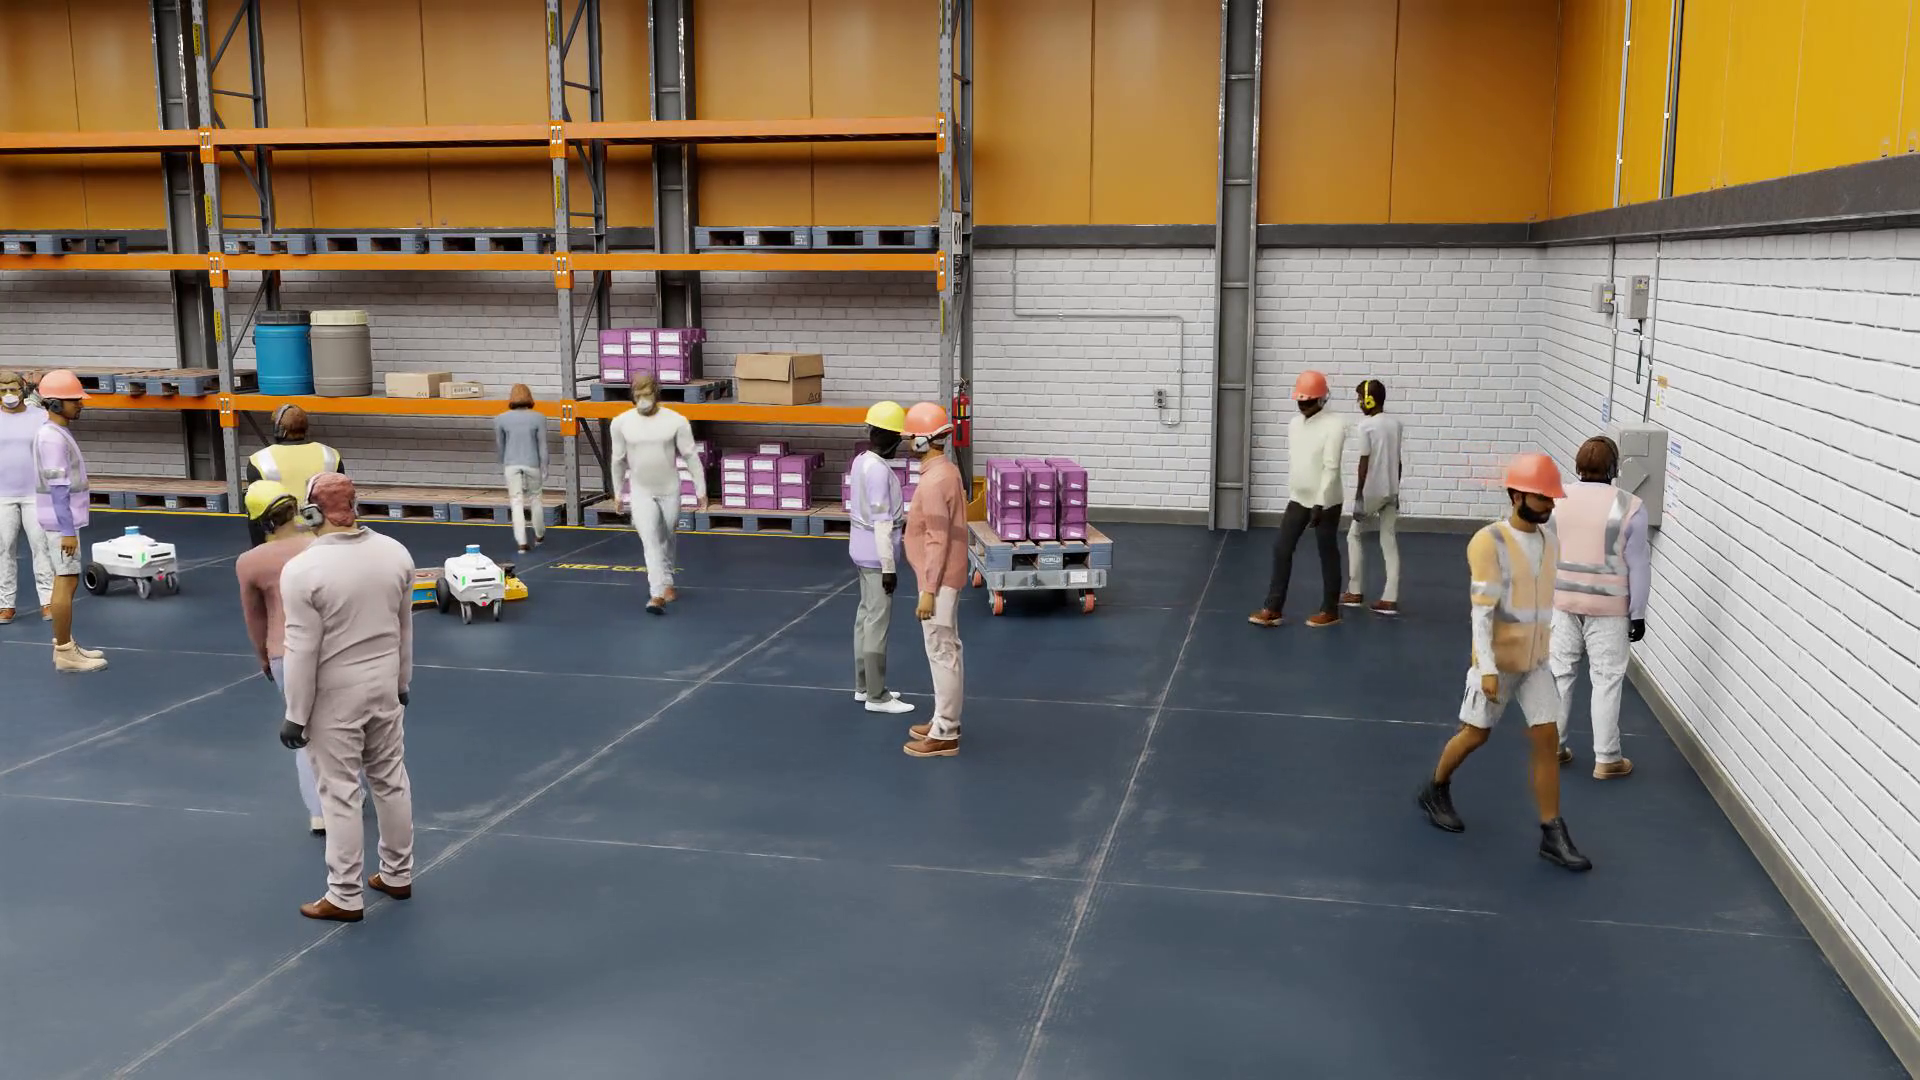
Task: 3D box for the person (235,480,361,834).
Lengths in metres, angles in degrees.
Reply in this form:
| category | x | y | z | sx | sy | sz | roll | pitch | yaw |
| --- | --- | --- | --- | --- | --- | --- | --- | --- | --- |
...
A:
| category | x | y | z | sx | sy | sz | roll | pitch | yaw |
| --- | --- | --- | --- | --- | --- | --- | --- | --- | --- |
| person | -3.215 | 0.552 | 8.189 | 0.593 | 1.708 | 0.676 | -3 | 10 | -15 |

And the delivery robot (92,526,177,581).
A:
| category | x | y | z | sx | sy | sz | roll | pitch | yaw |
| --- | --- | --- | --- | --- | --- | --- | --- | --- | --- |
| delivery robot | -6.860 | 0.131 | 13.817 | 0.707 | 0.478 | 0.477 | 4 | 11 | 28 |

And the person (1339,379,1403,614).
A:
| category | x | y | z | sx | sy | sz | roll | pitch | yaw |
| --- | --- | --- | --- | --- | --- | --- | --- | --- | --- |
| person | 3.252 | -0.351 | 13.175 | 0.590 | 1.830 | 0.763 | -6 | 11 | -32 |

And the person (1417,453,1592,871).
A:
| category | x | y | z | sx | sy | sz | roll | pitch | yaw |
| --- | --- | --- | --- | --- | --- | --- | --- | --- | --- |
| person | 2.577 | 0.528 | 7.805 | 0.556 | 1.904 | 0.936 | -4 | 10 | -22 |

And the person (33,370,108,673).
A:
| category | x | y | z | sx | sy | sz | roll | pitch | yaw |
| --- | --- | --- | --- | --- | --- | --- | --- | --- | --- |
| person | -6.020 | -0.127 | 11.254 | 0.392 | 2.041 | 0.615 | -5 | 11 | -29 |

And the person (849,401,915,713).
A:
| category | x | y | z | sx | sy | sz | roll | pitch | yaw |
| --- | --- | --- | --- | --- | --- | --- | --- | --- | --- |
| person | -0.488 | 0.104 | 10.257 | 0.380 | 1.917 | 0.586 | -3 | 10 | -15 |

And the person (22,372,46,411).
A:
| category | x | y | z | sx | sy | sz | roll | pitch | yaw |
| --- | --- | --- | --- | --- | --- | --- | --- | --- | --- |
| person | -9.402 | -0.887 | 16.938 | 0.314 | 1.641 | 0.515 | -5 | 11 | -29 |

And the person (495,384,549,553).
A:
| category | x | y | z | sx | sy | sz | roll | pitch | yaw |
| --- | --- | --- | --- | --- | --- | --- | --- | --- | --- |
| person | -4.194 | -0.702 | 15.996 | 0.495 | 1.589 | 0.800 | -2 | 10 | -10 |

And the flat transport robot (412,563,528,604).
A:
| category | x | y | z | sx | sy | sz | roll | pitch | yaw |
| --- | --- | --- | --- | --- | --- | --- | --- | --- | --- |
| flat transport robot | -4.298 | 0.375 | 13.514 | 1.431 | 0.197 | 0.652 | -4 | 11 | -24 |

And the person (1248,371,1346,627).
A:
| category | x | y | z | sx | sy | sz | roll | pitch | yaw |
| --- | --- | --- | --- | --- | --- | --- | --- | --- | --- |
| person | 2.552 | -0.279 | 12.442 | 0.869 | 1.948 | 0.606 | -6 | 11 | -33 |

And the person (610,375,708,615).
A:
| category | x | y | z | sx | sy | sz | roll | pitch | yaw |
| --- | --- | --- | --- | --- | --- | --- | --- | --- | --- |
| person | -2.385 | -0.368 | 13.196 | 0.750 | 1.873 | 1.039 | -1 | 10 | -8 |

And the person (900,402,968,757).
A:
| category | x | y | z | sx | sy | sz | roll | pitch | yaw |
| --- | --- | --- | --- | --- | --- | --- | --- | --- | --- |
| person | -0.148 | 0.221 | 9.343 | 0.391 | 1.991 | 0.612 | 1 | 10 | 8 |

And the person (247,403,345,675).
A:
| category | x | y | z | sx | sy | sz | roll | pitch | yaw |
| --- | --- | --- | --- | --- | --- | --- | --- | --- | --- |
| person | -4.364 | 0.021 | 10.960 | 0.633 | 1.846 | 0.429 | -8 | 12 | -40 |

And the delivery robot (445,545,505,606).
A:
| category | x | y | z | sx | sy | sz | roll | pitch | yaw |
| --- | --- | --- | --- | --- | --- | --- | --- | --- | --- |
| delivery robot | -3.780 | 0.283 | 12.948 | 0.477 | 0.478 | 0.707 | -5 | 11 | -27 |

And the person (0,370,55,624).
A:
| category | x | y | z | sx | sy | sz | roll | pitch | yaw |
| --- | --- | --- | --- | --- | --- | --- | --- | --- | --- |
| person | -7.206 | -0.330 | 12.758 | 0.627 | 1.941 | 0.370 | -5 | 11 | -26 |

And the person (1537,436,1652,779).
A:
| category | x | y | z | sx | sy | sz | roll | pitch | yaw |
| --- | --- | --- | --- | --- | --- | --- | --- | --- | --- |
| person | 3.403 | 0.359 | 8.964 | 0.627 | 1.847 | 0.429 | 9 | 13 | 42 |

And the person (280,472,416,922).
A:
| category | x | y | z | sx | sy | sz | roll | pitch | yaw |
| --- | --- | --- | --- | --- | --- | --- | --- | --- | --- |
| person | -2.600 | 0.657 | 7.034 | 0.407 | 1.902 | 0.639 | 5 | 11 | 29 |
